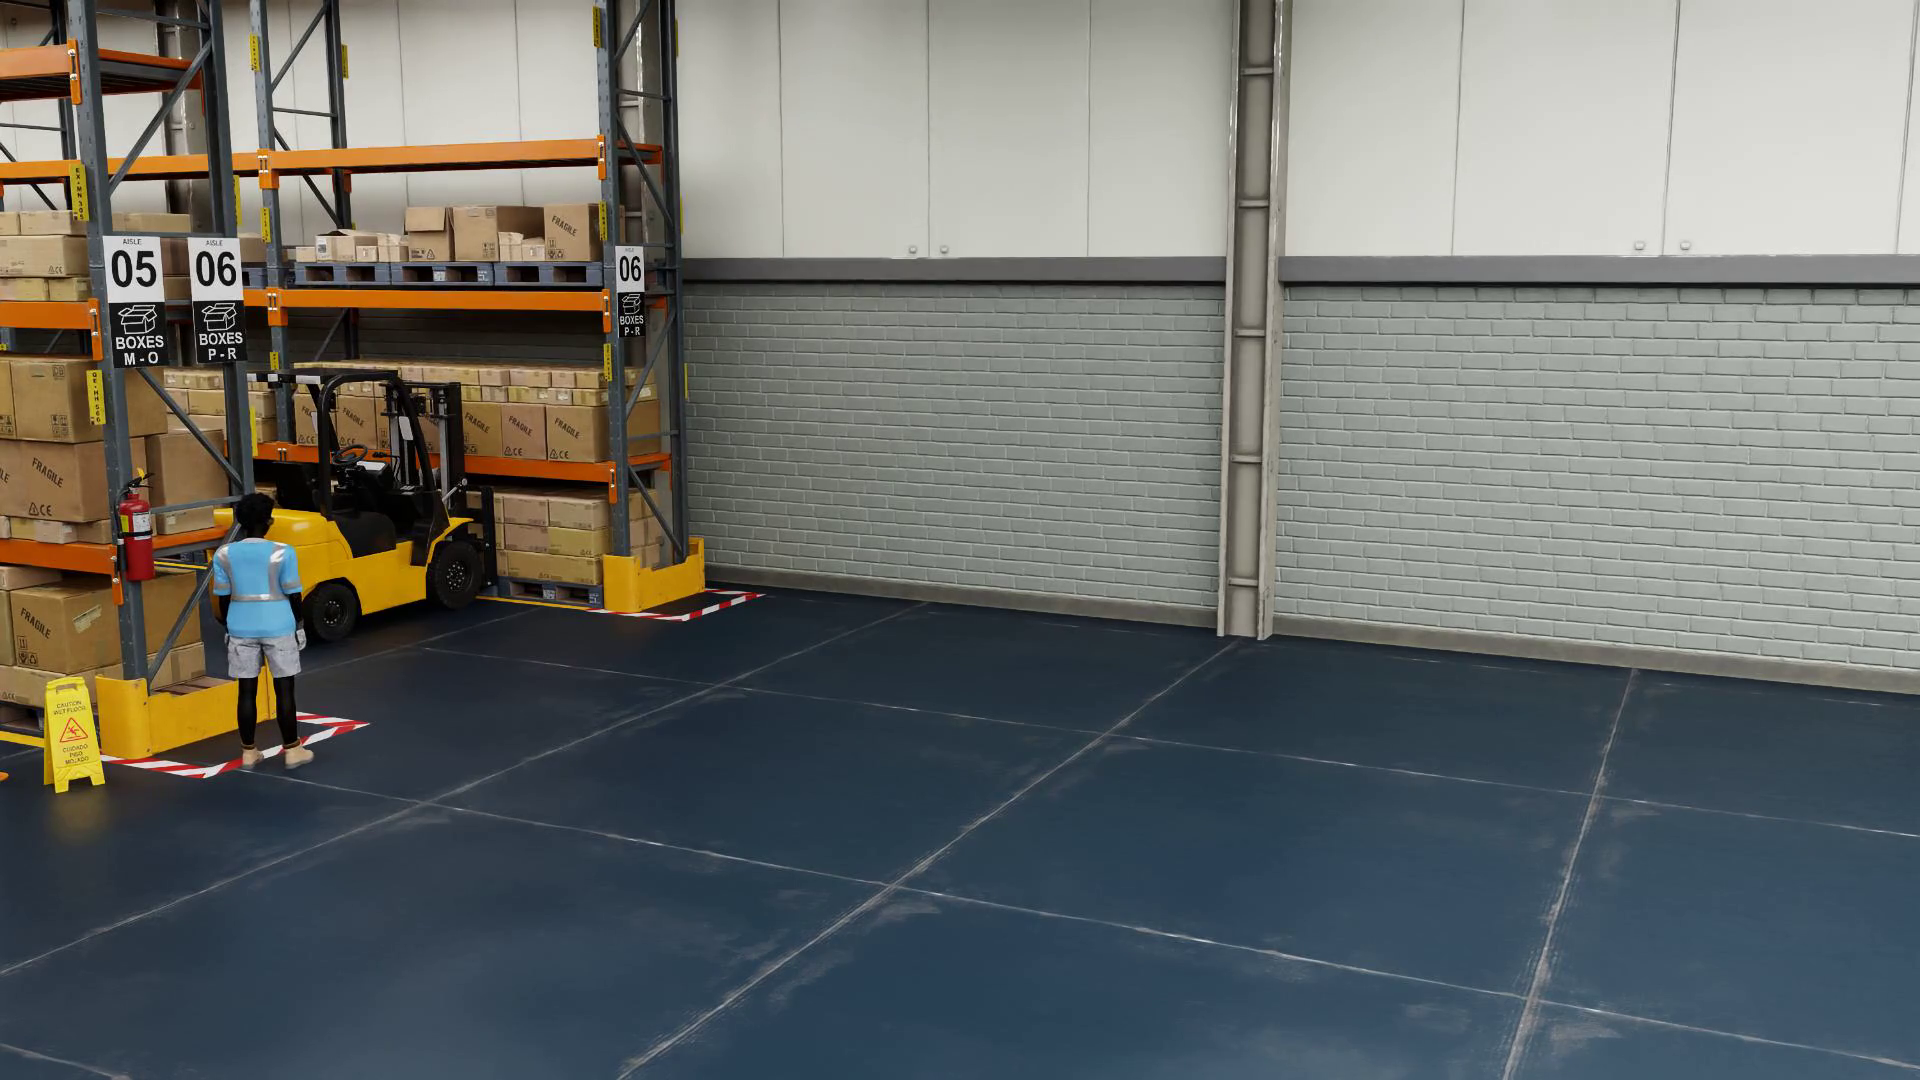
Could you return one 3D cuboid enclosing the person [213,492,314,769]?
[{"bbox_3d":[-4.222,0.556,10.079,0.533,1.692,0.319,0,9,0],"label":"person"}]
